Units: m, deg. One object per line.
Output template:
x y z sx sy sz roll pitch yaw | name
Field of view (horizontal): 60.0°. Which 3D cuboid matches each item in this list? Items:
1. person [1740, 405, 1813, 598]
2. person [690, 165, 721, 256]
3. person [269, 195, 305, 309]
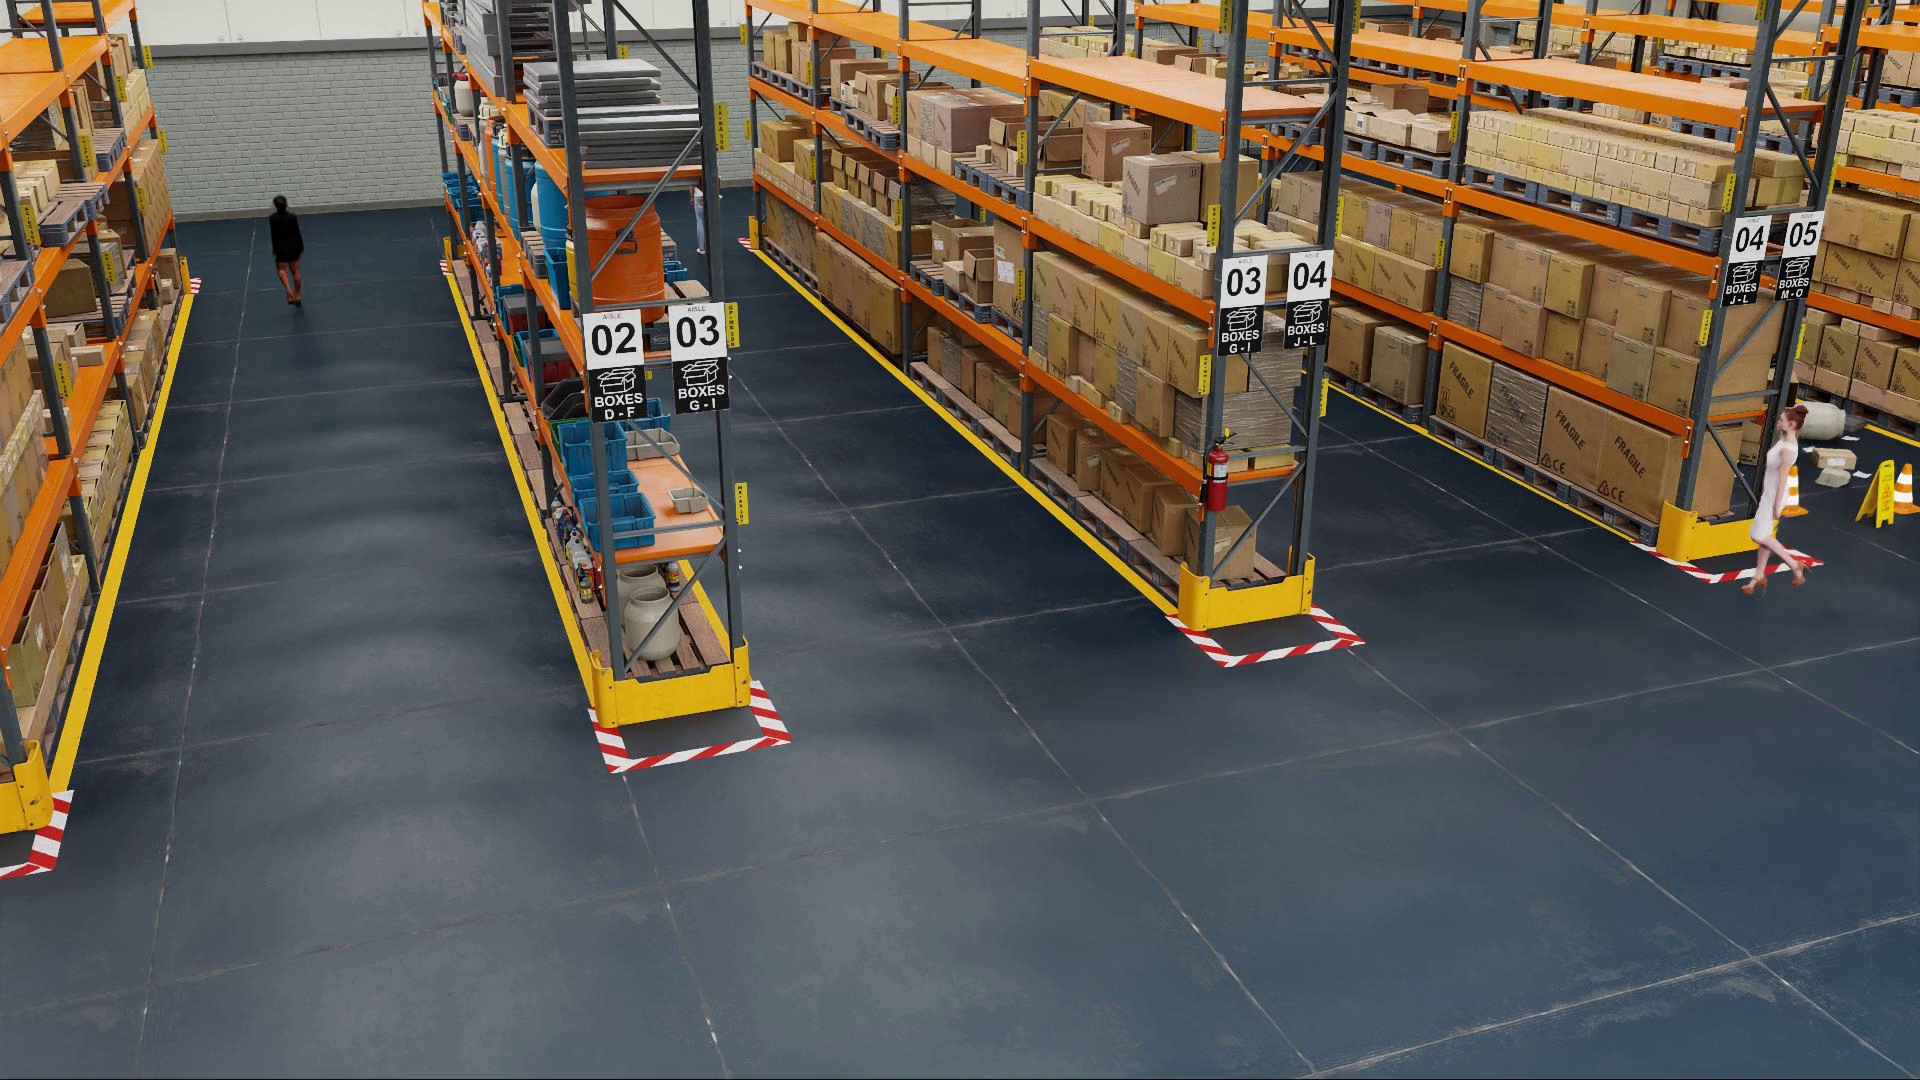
7.167 -0.308 14.449 0.890 1.780 0.824 11 25 24 | person
-4.206 -5.665 27.451 0.665 1.852 0.572 -6 23 -14 | person
-9.697 -4.133 23.999 0.626 1.630 0.636 -12 25 -27 | person
